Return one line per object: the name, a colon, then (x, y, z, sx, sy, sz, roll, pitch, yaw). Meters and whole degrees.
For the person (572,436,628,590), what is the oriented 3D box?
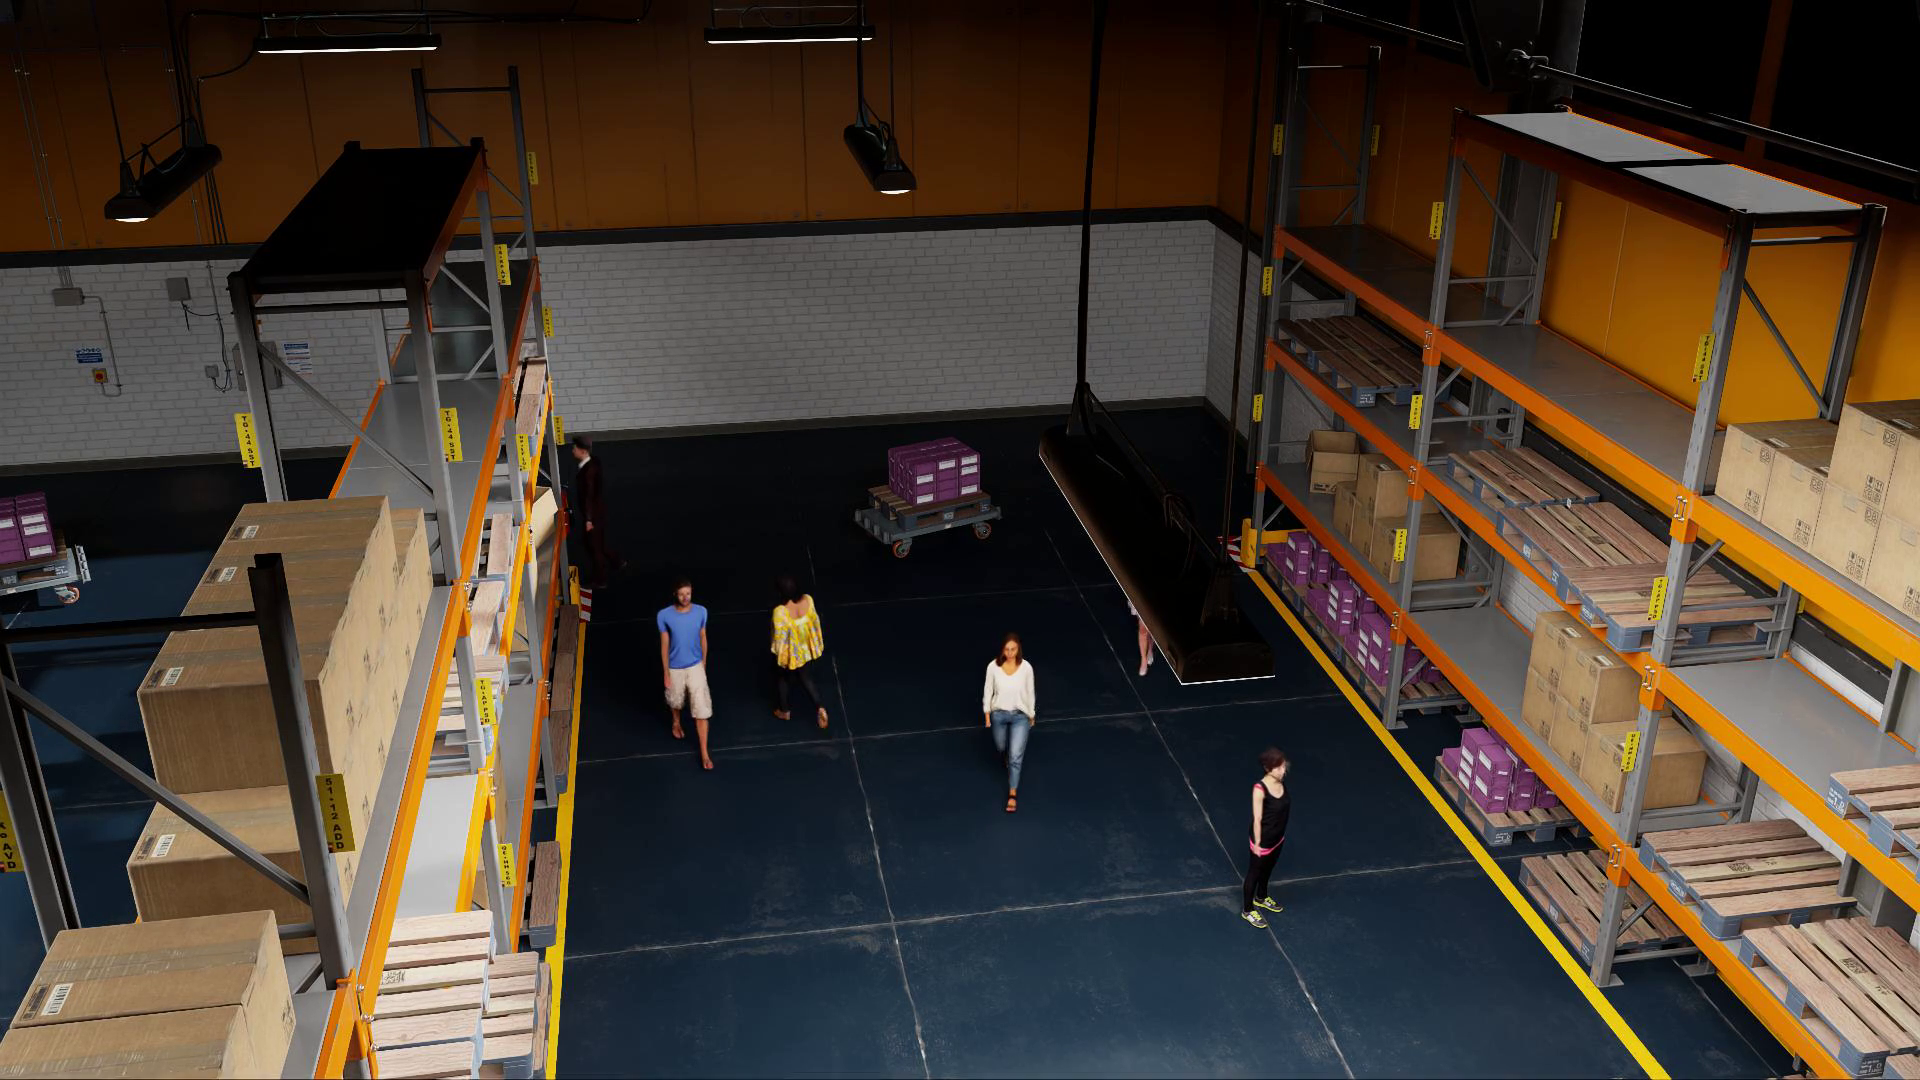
person: (-4.123, -0.316, 19.099, 0.742, 1.853, 0.713, -4, 24, -9)

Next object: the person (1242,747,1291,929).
person: (2.466, 2.351, 13.373, 0.671, 1.552, 0.623, 18, 30, 36)

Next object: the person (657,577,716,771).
person: (-2.635, 1.168, 15.730, 0.710, 1.833, 1.250, -7, 24, -15)

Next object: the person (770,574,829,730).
person: (-1.550, 1.113, 16.115, 0.982, 1.626, 1.119, -19, 30, -37)

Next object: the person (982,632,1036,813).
person: (0.462, 1.559, 15.060, 0.856, 1.652, 1.116, 4, 24, 9)
